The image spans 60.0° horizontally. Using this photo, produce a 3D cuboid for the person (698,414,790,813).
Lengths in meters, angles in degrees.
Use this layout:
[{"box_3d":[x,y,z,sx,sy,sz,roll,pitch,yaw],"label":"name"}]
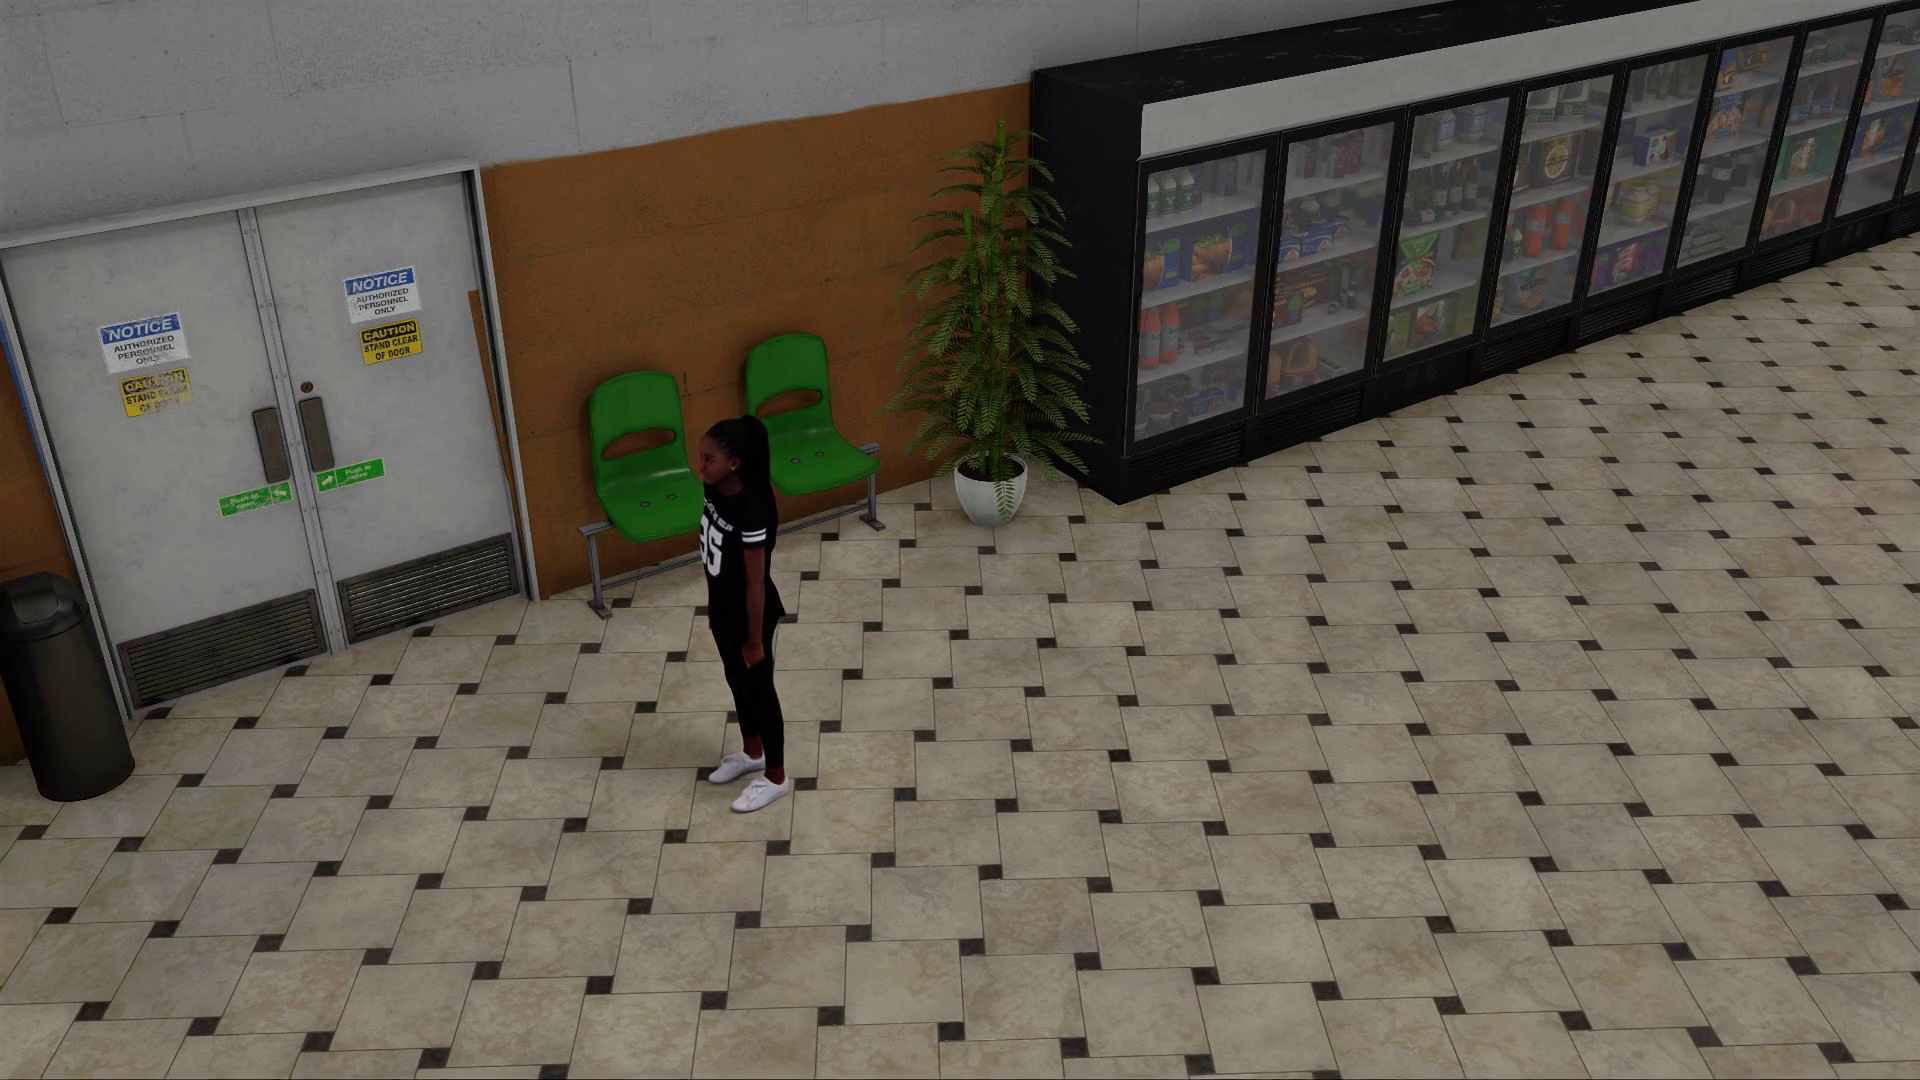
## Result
[{"box_3d":[-0.892,0.300,6.826,0.659,1.731,0.493,-17,33,-28],"label":"person"}]
